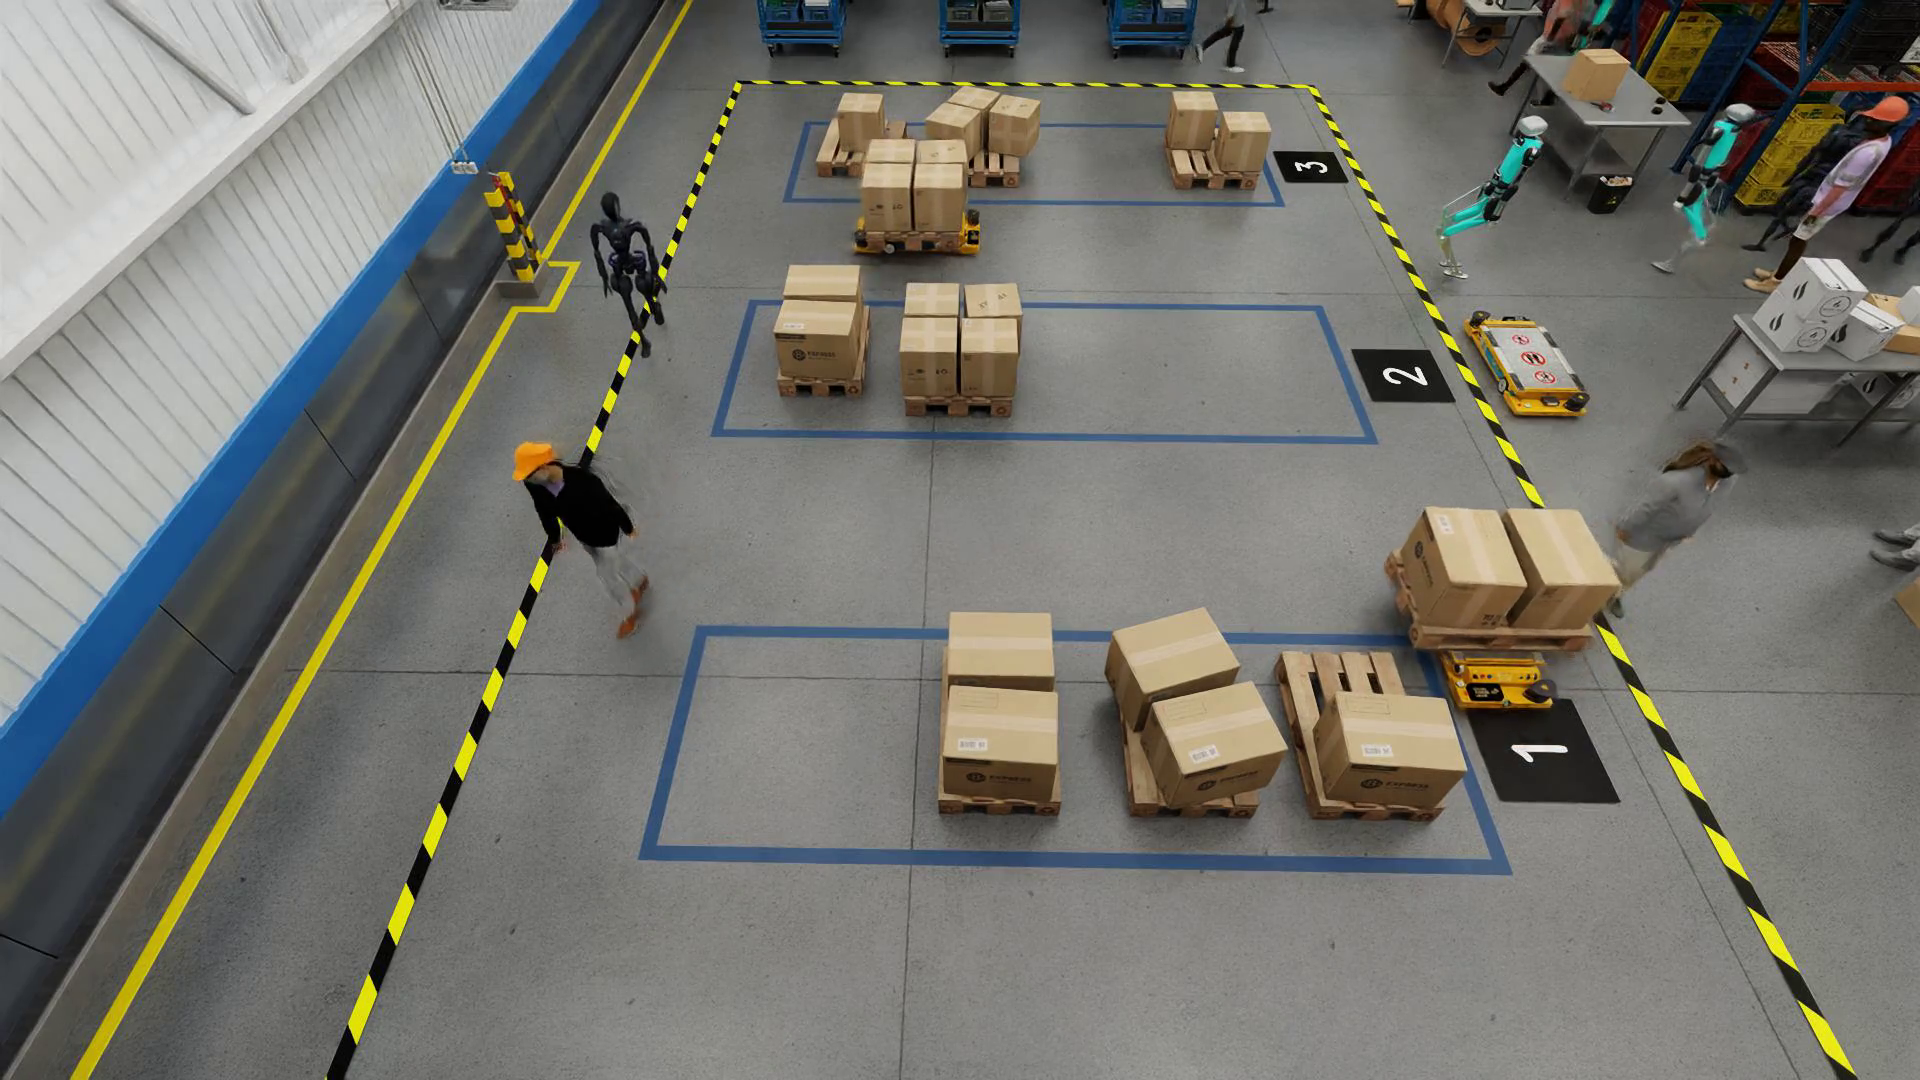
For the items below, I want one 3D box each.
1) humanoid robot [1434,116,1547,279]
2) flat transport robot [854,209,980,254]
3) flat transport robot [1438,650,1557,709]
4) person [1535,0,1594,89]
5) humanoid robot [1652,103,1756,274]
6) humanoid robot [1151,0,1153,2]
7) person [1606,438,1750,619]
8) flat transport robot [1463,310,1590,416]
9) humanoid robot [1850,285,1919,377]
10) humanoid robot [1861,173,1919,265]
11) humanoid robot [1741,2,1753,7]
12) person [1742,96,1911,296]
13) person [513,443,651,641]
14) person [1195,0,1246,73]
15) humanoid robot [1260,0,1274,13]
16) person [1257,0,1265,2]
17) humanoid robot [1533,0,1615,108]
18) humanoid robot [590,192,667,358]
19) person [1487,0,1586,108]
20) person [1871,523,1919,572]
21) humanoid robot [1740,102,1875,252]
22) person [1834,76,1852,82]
[{"bbox_3d":[5.379,-3.559,9.555,0.735,1.675,0.533,8,50,7],"label":"humanoid robot"},{"bbox_3d":[-0.484,-3.589,10.621,1.431,0.197,0.652,1,49,1],"label":"flat transport robot"},{"bbox_3d":[3.918,0.612,6.985,0.652,0.197,1.431,1,49,1],"label":"flat transport robot"},{"bbox_3d":[8.605,-7.247,12.771,0.593,1.831,0.403,13,50,11],"label":"person"},{"bbox_3d":[7.921,-3.558,9.709,0.541,1.883,0.757,-25,54,-20],"label":"humanoid robot"},{"bbox_3d":[2.903,-8.871,14.319,0.761,1.646,0.603,19,52,16],"label":"humanoid robot"},{"bbox_3d":[5.068,-0.086,6.623,0.567,1.759,0.432,-9,50,-8],"label":"person"},{"bbox_3d":[5.573,-1.757,9.054,0.659,0.231,1.431,1,49,1],"label":"flat transport robot"},{"bbox_3d":[8.935,-2.054,8.250,0.735,1.677,0.533,-6,49,-5],"label":"humanoid robot"},{"bbox_3d":[10.522,-3.736,9.839,0.600,1.641,0.381,22,52,18],"label":"humanoid robot"},{"bbox_3d":[13.083,-9.592,14.910,0.608,1.634,0.541,-20,52,-16],"label":"humanoid robot"},{"bbox_3d":[8.856,-3.468,9.368,0.606,2.039,0.390,-37,58,-27],"label":"person"},{"bbox_3d":[-2.655,-0.037,6.529,0.582,1.836,0.713,14,51,12],"label":"person"},{"bbox_3d":[3.894,-7.689,13.157,0.702,1.826,0.589,4,49,3],"label":"person"},{"bbox_3d":[4.882,-9.325,14.714,0.767,1.651,0.615,-20,52,-17],"label":"humanoid robot"},{"bbox_3d":[5.067,-9.931,15.025,0.628,1.940,0.379,22,53,18],"label":"person"},{"bbox_3d":[8.246,-6.770,12.454,0.538,1.853,0.685,-33,57,-25],"label":"humanoid robot"},{"bbox_3d":[-3.186,-2.620,8.876,0.602,1.634,0.610,-7,50,-6],"label":"humanoid robot"},{"bbox_3d":[8.027,-6.914,12.442,0.625,1.915,0.881,-33,57,-25],"label":"person"},{"bbox_3d":[7.755,-0.507,6.871,0.404,1.940,0.603,30,55,23],"label":"person"},{"bbox_3d":[9.292,-3.909,9.993,0.463,1.645,0.613,7,49,6],"label":"humanoid robot"},{"bbox_3d":[12.929,-7.398,12.902,0.645,1.836,0.429,-18,52,-15],"label":"person"}]
